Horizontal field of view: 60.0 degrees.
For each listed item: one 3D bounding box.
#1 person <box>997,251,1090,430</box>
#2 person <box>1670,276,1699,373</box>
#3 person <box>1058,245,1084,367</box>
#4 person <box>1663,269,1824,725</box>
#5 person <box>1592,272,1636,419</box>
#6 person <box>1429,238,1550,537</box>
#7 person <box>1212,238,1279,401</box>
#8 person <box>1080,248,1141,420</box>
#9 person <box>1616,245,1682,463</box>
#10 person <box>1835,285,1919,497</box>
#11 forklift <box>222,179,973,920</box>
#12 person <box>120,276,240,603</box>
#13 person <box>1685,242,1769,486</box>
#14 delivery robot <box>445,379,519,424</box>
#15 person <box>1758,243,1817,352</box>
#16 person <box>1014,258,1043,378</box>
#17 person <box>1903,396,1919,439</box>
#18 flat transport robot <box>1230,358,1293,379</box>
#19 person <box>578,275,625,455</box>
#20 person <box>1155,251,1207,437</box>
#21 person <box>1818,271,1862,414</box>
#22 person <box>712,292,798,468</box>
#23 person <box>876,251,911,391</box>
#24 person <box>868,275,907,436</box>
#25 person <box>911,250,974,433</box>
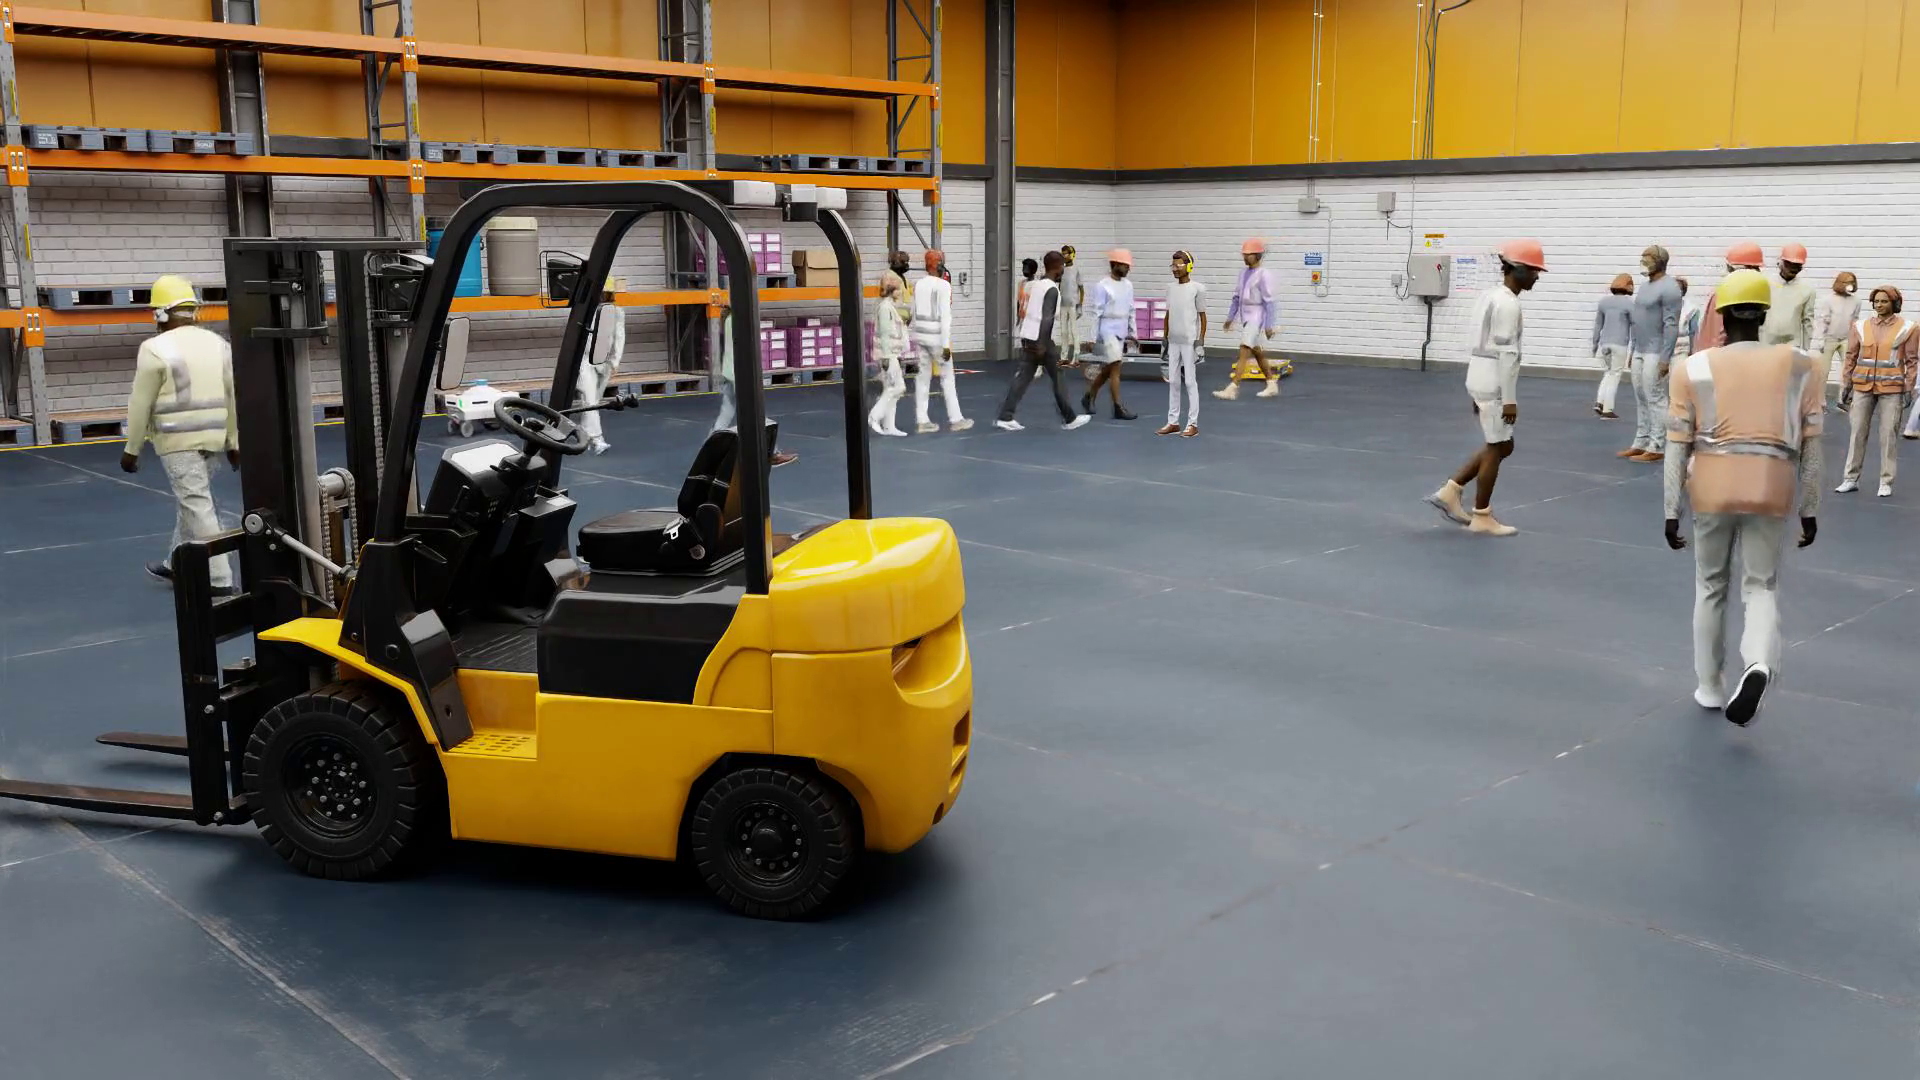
[{"bbox_3d":[0.869,-2.061,17.272,1.014,1.857,0.600,-3,11,-17],"label":"person"},{"bbox_3d":[7.513,-1.990,17.589,0.513,1.605,0.798,4,11,21],"label":"person"},{"bbox_3d":[1.673,-3.586,25.581,0.310,1.864,0.533,-10,15,-44],"label":"person"},{"bbox_3d":[3.222,-0.164,6.851,0.620,1.890,0.756,3,11,17],"label":"person"},{"bbox_3d":[7.234,-2.134,18.351,0.386,1.618,0.503,-6,12,-29],"label":"person"},{"bbox_3d":[3.593,-1.007,11.141,0.582,2.011,0.615,2,11,12],"label":"person"},{"bbox_3d":[3.585,-2.720,20.537,1.024,1.998,0.615,-4,11,-19],"label":"person"},{"bbox_3d":[1.661,-2.306,18.537,0.917,1.900,0.543,10,14,42],"label":"person"},{"bbox_3d":[6.173,-1.653,14.840,0.355,1.937,0.636,0,10,-2],"label":"person"},{"bbox_3d":[7.150,-1.156,12.955,0.314,1.636,0.524,-10,15,-44],"label":"person"},{"bbox_3d":[-1.114,-0.058,5.440,2.313,2.155,1.214,2,11,13],"label":"forklift"},{"bbox_3d":[-4.385,-0.553,9.236,0.866,1.796,0.595,4,11,19],"label":"person"},{"bbox_3d":[5.909,-1.297,12.804,0.454,1.971,0.658,4,11,20],"label":"person"},{"bbox_3d":[-4.859,-1.390,16.921,0.477,0.478,0.707,10,14,44],"label":"delivery robot"},{"bbox_3d":[8.026,-1.932,16.361,0.634,1.955,0.738,3,11,17],"label":"person"},{"bbox_3d":[1.003,-3.161,23.712,0.317,1.698,0.540,-10,15,-44],"label":"person"},{"bbox_3d":[9.779,-1.827,16.376,0.832,1.723,0.543,-2,11,-10],"label":"person"},{"bbox_3d":[4.307,-2.446,23.709,0.652,0.197,1.431,4,11,20],"label":"flat transport robot"},{"bbox_3d":[-3.362,-1.630,15.426,0.484,1.666,0.990,-7,12,-32],"label":"person"},{"bbox_3d":[2.240,-1.970,16.759,0.310,1.868,0.533,-10,15,-44],"label":"person"},{"bbox_3d":[9.943,-2.219,18.817,0.519,1.619,0.533,0,10,-2],"label":"person"},{"bbox_3d":[-1.838,-1.402,14.401,0.787,1.591,0.526,-4,11,-21],"label":"person"},{"bbox_3d":[-0.849,-2.841,21.637,0.436,1.823,0.669,3,11,17],"label":"person"},{"bbox_3d":[-0.700,-1.834,16.689,0.361,1.622,0.514,0,10,0],"label":"person"},{"bbox_3d":[-0.211,-2.043,17.152,0.615,1.876,0.610,-9,14,-42],"label":"person"}]
